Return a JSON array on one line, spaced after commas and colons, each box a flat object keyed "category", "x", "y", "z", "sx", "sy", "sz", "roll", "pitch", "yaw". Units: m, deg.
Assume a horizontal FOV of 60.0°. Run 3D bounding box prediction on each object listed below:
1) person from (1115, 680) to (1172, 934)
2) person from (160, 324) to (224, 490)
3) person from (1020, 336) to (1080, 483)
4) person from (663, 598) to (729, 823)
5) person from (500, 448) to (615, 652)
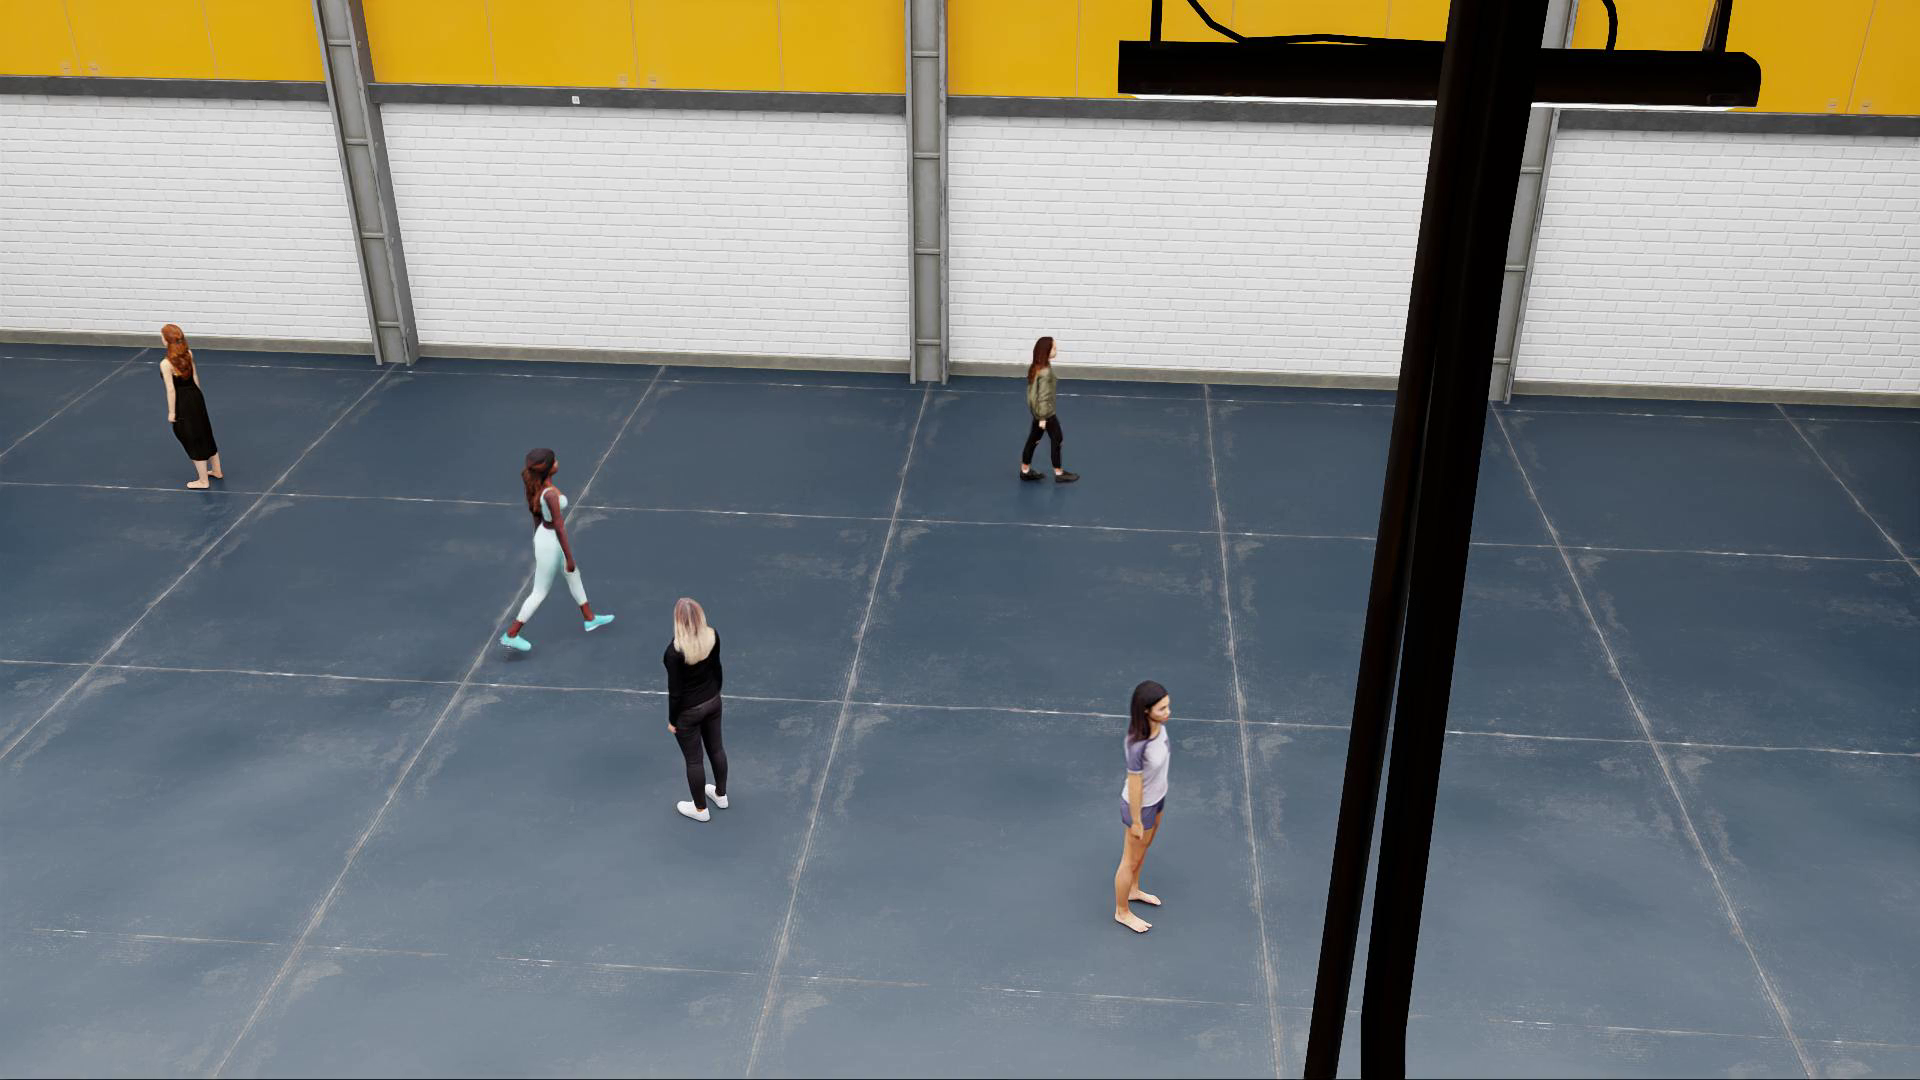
[{"category": "person", "x": 1.130, "y": 1.605, "z": 10.225, "sx": 0.597, "sy": 1.733, "sz": 0.642, "roll": 12, "pitch": 31, "yaw": 20}, {"category": "person", "x": -7.233, "y": -1.260, "z": 15.590, "sx": 0.616, "sy": 1.624, "sz": 0.612, "roll": 8, "pitch": 30, "yaw": 15}, {"category": "person", "x": 0.711, "y": -1.208, "z": 15.668, "sx": 0.827, "sy": 1.458, "sz": 0.689, "roll": -2, "pitch": 29, "yaw": -5}, {"category": "person", "x": -1.758, "y": 1.132, "z": 11.141, "sx": 0.725, "sy": 1.686, "sz": 0.695, "roll": 24, "pitch": 36, "yaw": 36}, {"category": "person", "x": -3.278, "y": 0.113, "z": 13.012, "sx": 1.214, "sy": 1.684, "sz": 1.045, "roll": -17, "pitch": 33, "yaw": -28}]
